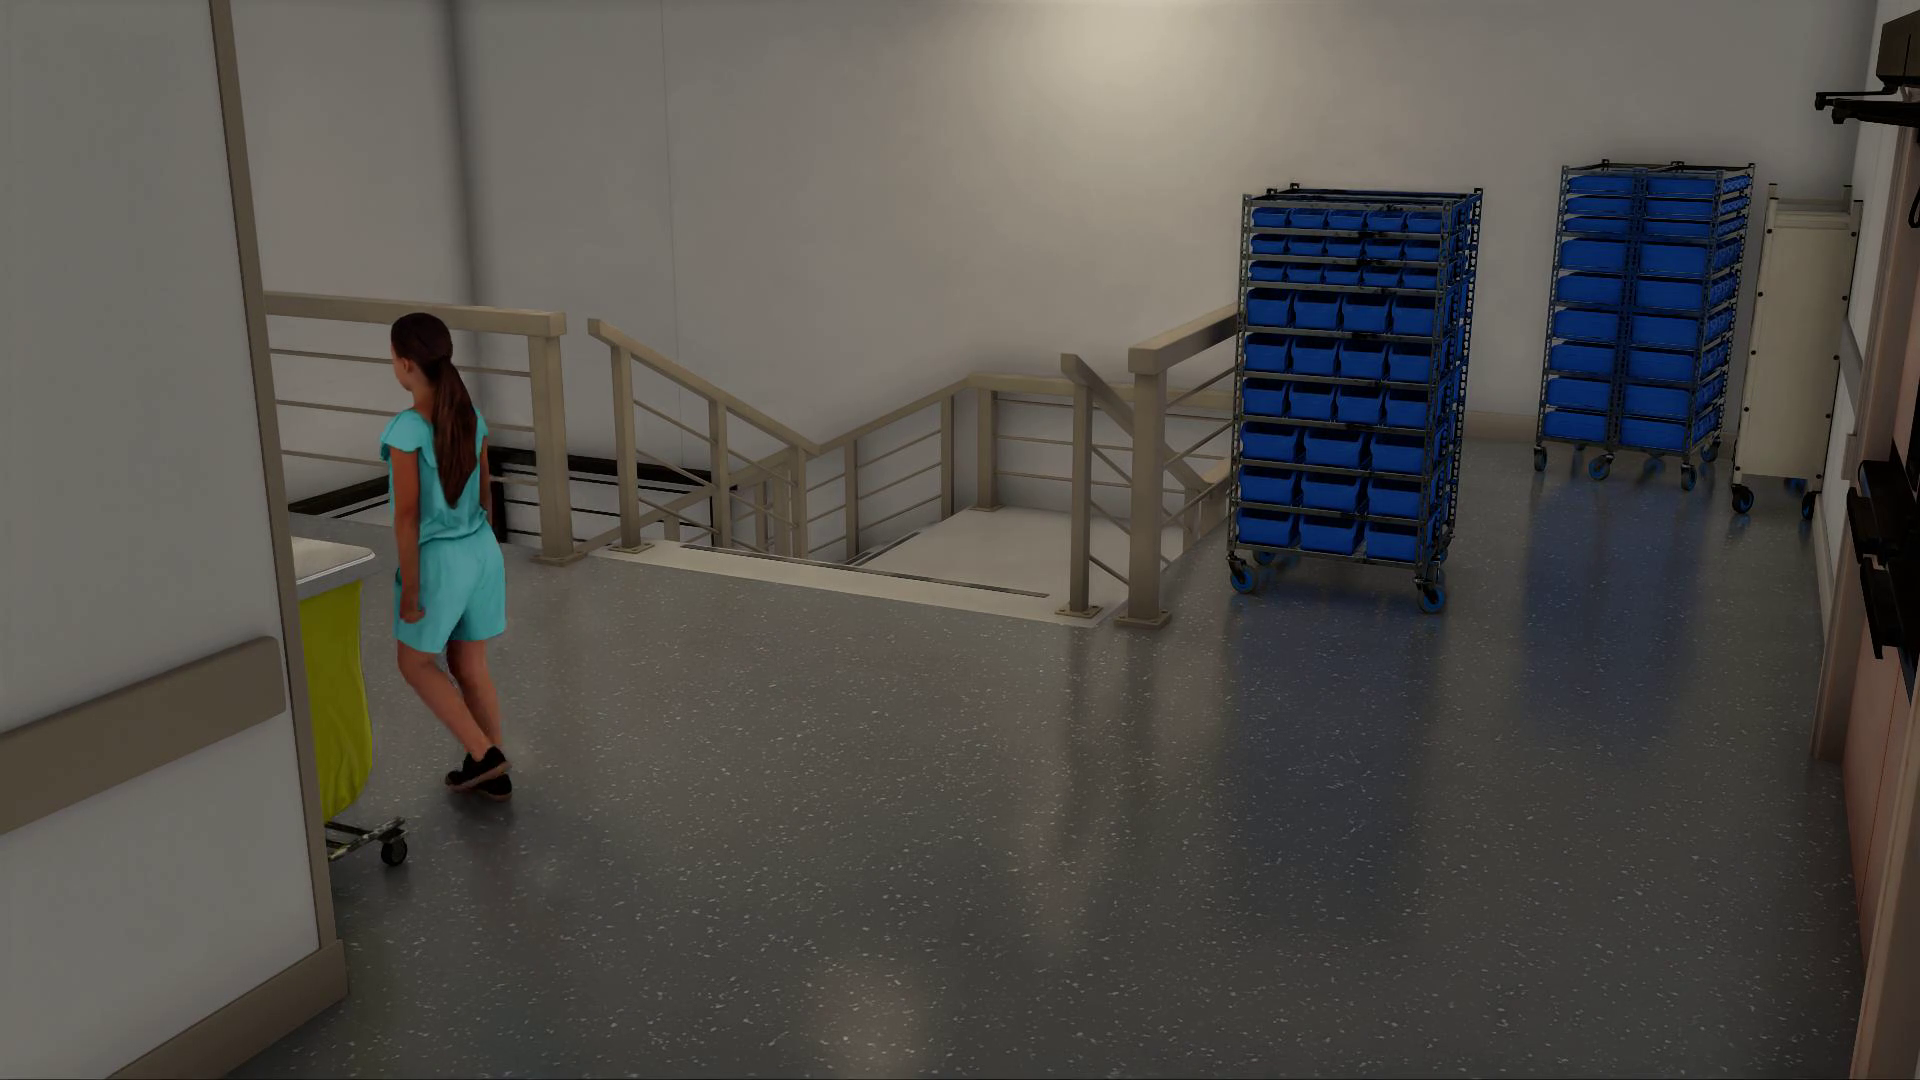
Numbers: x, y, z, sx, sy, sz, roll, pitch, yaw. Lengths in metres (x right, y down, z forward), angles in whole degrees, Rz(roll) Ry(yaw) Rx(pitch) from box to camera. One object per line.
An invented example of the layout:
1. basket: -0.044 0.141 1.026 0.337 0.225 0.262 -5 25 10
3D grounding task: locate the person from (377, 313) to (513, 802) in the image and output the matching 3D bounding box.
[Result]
1. person: -1.516 0.097 5.075 0.664 1.543 0.587 11 19 33
